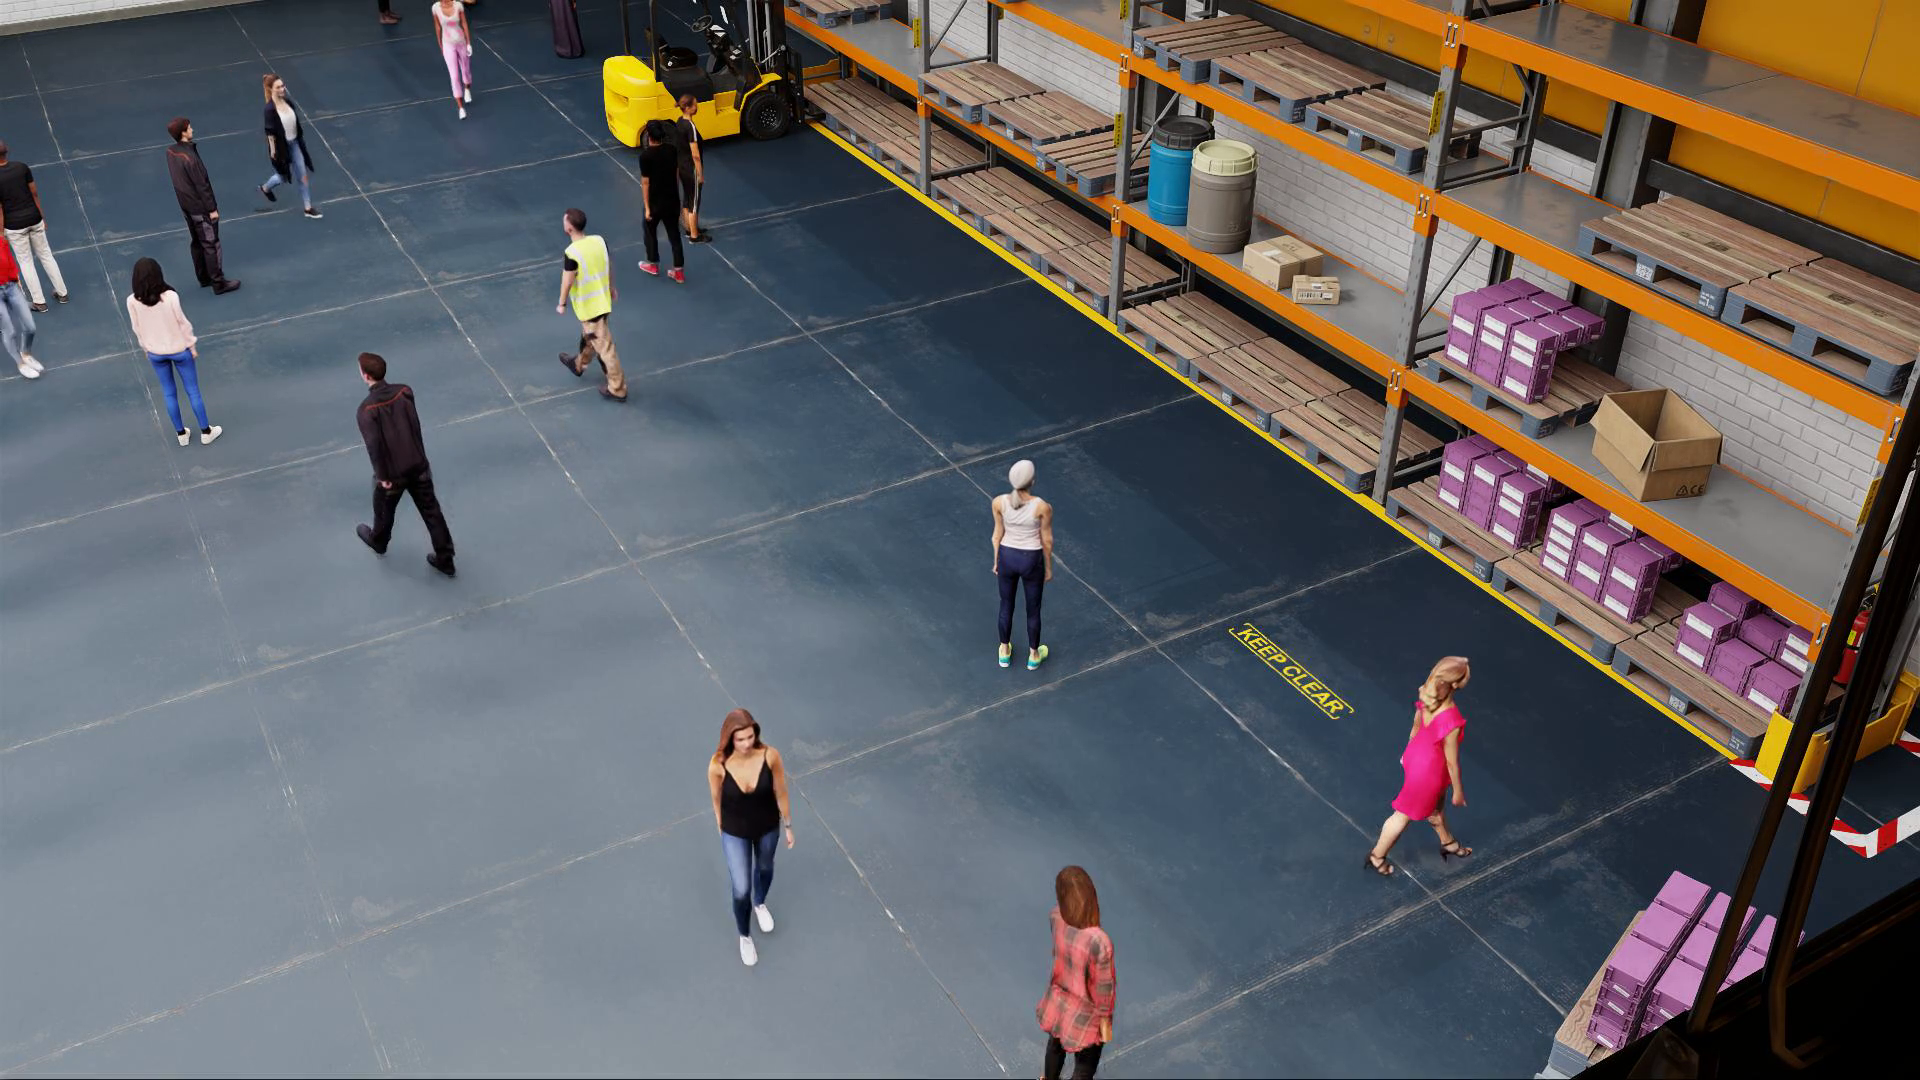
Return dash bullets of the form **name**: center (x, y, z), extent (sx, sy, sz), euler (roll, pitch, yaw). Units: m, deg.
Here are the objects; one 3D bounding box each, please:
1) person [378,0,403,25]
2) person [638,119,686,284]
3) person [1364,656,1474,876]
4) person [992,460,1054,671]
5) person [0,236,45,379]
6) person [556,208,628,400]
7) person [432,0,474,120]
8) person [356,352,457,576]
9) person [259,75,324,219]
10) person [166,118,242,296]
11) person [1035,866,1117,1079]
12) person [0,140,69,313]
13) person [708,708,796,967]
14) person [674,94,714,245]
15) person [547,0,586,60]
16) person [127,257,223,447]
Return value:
- **person**: center (-8.816, -8.813, 25.290), extent (0.835, 1.832, 0.684), euler (-2, 34, -3)
- **person**: center (-3.072, -3.504, 17.387), extent (0.733, 1.740, 0.900), euler (-26, 41, -33)
- **person**: center (2.722, 1.399, 10.045), extent (0.915, 1.701, 0.972), euler (-2, 34, -2)
- **person**: center (0.434, 0.182, 11.875), extent (0.673, 1.703, 0.728), euler (8, 34, 11)
- **person**: center (-9.046, -2.298, 15.618), extent (0.739, 1.689, 0.735), euler (18, 37, 24)
- **person**: center (-3.313, -2.124, 15.258), extent (1.230, 1.798, 1.096), euler (13, 36, 19)
- **person**: center (-6.644, -6.510, 21.942), extent (0.732, 1.703, 1.194), euler (-11, 35, -15)
- **person**: center (-4.249, -0.532, 12.810), extent (1.257, 1.857, 0.960), euler (25, 41, 32)
- **person**: center (-7.735, -4.468, 18.912), extent (1.121, 1.657, 0.981), euler (13, 36, 19)
- **person**: center (-7.917, -3.466, 17.242), extent (0.643, 1.836, 0.837), euler (25, 41, 32)
- **person**: center (0.625, 2.433, 8.515), extent (0.791, 1.673, 0.519), euler (-13, 36, -18)
- **person**: center (-9.511, -3.203, 16.874), extent (0.760, 1.805, 0.753), euler (19, 38, 27)
- **person**: center (-1.236, 1.622, 9.708), extent (0.626, 1.704, 0.748), euler (-13, 36, -18)
- **person**: center (-2.983, -4.104, 18.353), extent (0.646, 1.668, 0.467), euler (-16, 37, -22)
- **person**: center (-5.737, -7.769, 23.917), extent (0.714, 1.614, 0.768), euler (7, 34, 10)
- **person**: center (-6.919, -1.639, 14.554), extent (0.723, 1.769, 0.708), euler (-2, 34, -2)
